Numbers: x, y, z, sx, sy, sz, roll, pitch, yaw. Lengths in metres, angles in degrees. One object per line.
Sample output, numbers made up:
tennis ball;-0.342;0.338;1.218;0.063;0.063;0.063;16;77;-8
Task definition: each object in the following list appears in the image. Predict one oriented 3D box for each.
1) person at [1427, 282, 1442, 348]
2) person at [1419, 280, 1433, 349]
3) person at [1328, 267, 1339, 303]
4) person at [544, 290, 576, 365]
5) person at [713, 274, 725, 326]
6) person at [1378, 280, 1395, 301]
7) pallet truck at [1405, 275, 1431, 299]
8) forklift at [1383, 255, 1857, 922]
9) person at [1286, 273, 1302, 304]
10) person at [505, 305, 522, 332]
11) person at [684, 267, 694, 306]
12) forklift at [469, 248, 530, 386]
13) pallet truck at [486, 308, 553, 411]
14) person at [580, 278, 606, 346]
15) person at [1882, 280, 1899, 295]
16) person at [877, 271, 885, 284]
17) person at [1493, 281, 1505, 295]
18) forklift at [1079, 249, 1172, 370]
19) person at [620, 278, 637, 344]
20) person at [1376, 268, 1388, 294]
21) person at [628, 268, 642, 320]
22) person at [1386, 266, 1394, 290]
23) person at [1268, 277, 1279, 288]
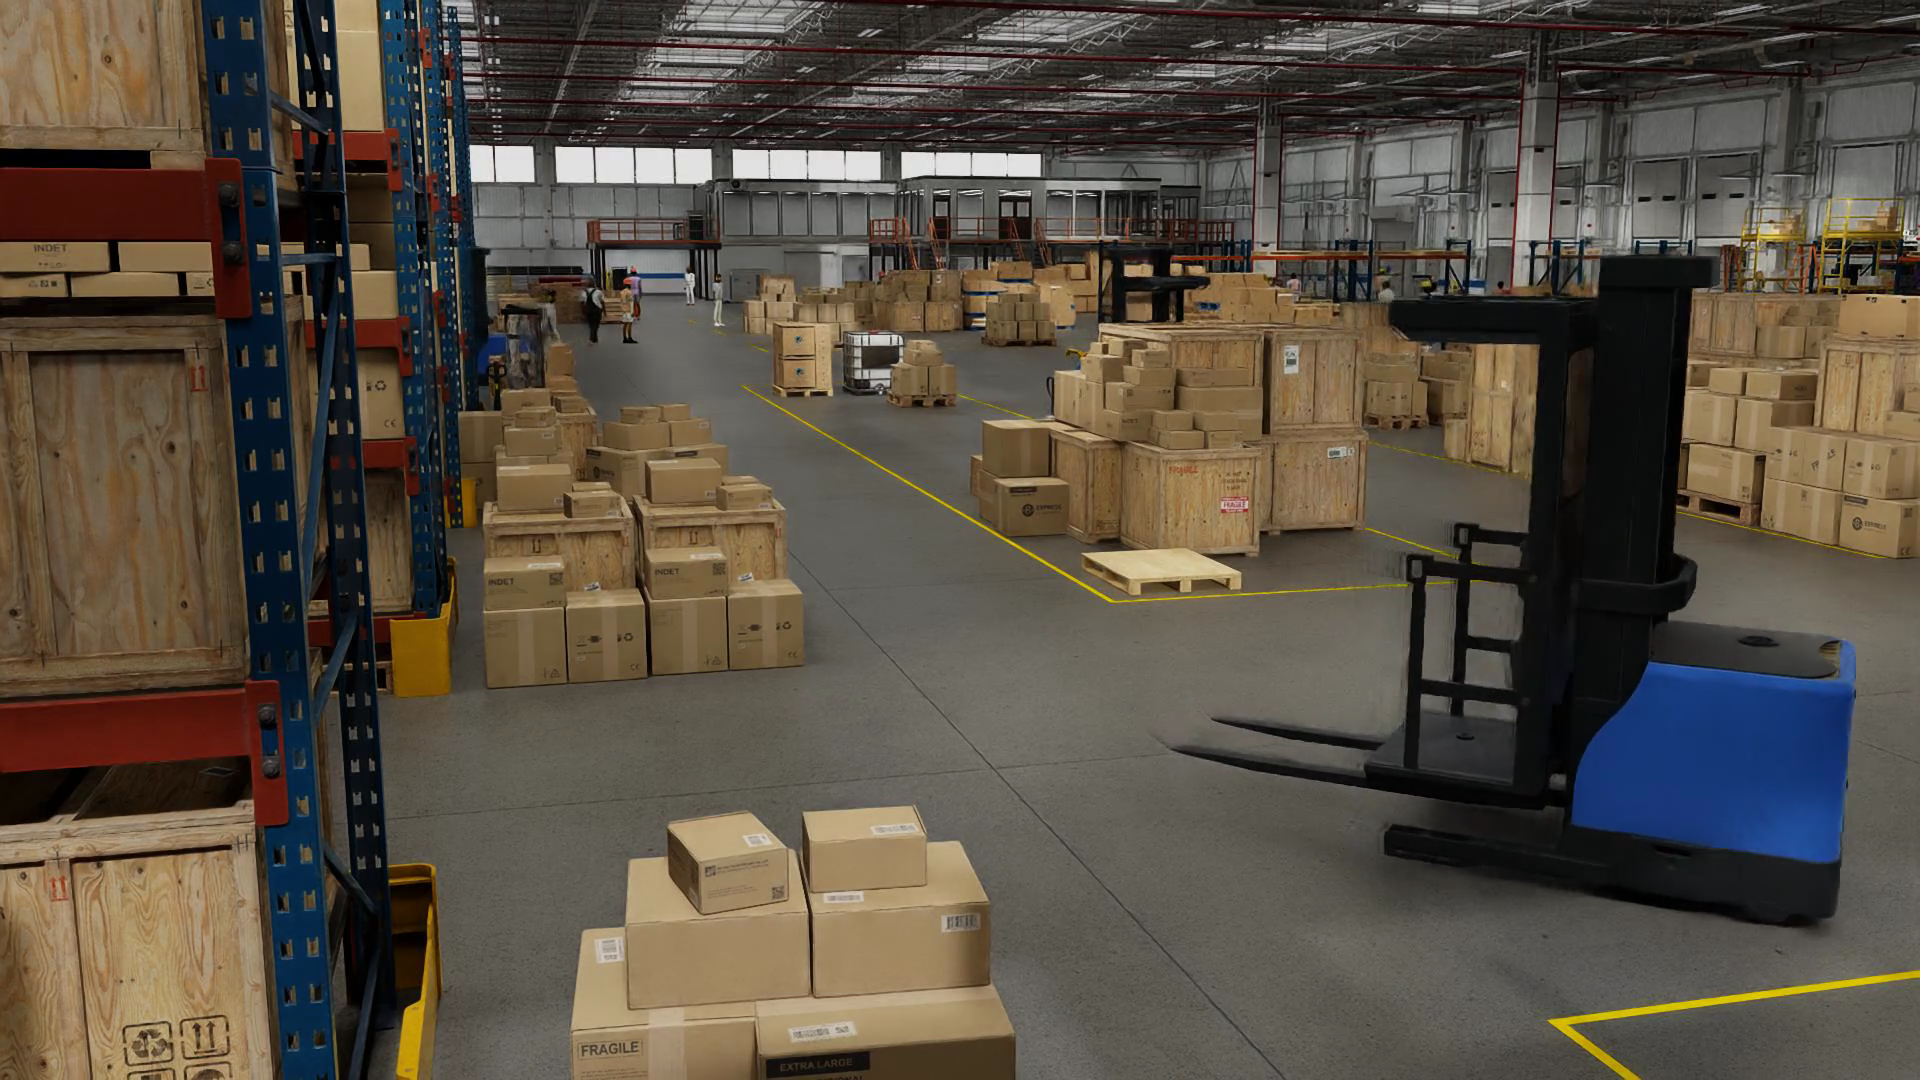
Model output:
person;13.529;-6.396;47.232;0.736;1.884;0.696;7;12;33
person;13.029;-6.334;46.761;0.511;1.915;0.603;3;10;14
person;17.967;-12.212;80.125;0.971;1.899;0.557;9;13;42
person;-9.523;-4.968;39.265;0.881;1.834;0.550;2;10;10
person;-8.731;-8.678;60.171;0.327;1.874;0.517;7;12;33
person;12.391;-6.599;48.321;0.991;1.904;0.628;10;14;44
pallet truck;14.620;-7.324;52.145;0.823;1.965;1.885;8;13;40
forklift;3.063;0.108;7.561;1.873;2.768;1.129;5;11;28
person;13.003;-9.496;64.897;0.624;1.841;0.430;-1;10;-4
person;-9.397;-4.136;35.058;0.900;1.631;0.594;-4;11;-21
person;-13.119;-12.284;80.589;0.572;1.879;0.347;4;11;23
forklift;-9.720;-4.518;33.754;1.873;2.768;1.129;-3;10;-15
pallet truck;-6.242;-2.418;24.362;0.823;1.965;1.885;1;10;3
person;-10.616;-6.616;48.015;0.674;2.000;1.016;3;10;15
person;26.599;-6.451;47.521;0.682;1.898;0.444;1;10;4
person;-2.792;-8.656;59.697;0.395;1.994;0.613;8;13;37
person;18.781;-8.175;57.869;0.536;1.678;0.393;5;11;26
forklift;2.686;-2.969;24.987;1.129;2.768;1.873;-6;11;-29
person;-9.825;-6.787;49.256;0.342;1.941;0.551;-10;14;-43
person;18.982;-11.269;74.724;0.464;1.912;0.620;-9;13;-41
person;-12.706;-9.583;64.807;0.609;2.044;0.394;-7;12;-34
person;20.788;-12.361;80.843;0.610;1.938;0.416;7;12;35
person;10.101;-7.606;54.093;0.641;1.896;1.042;4;11;20
